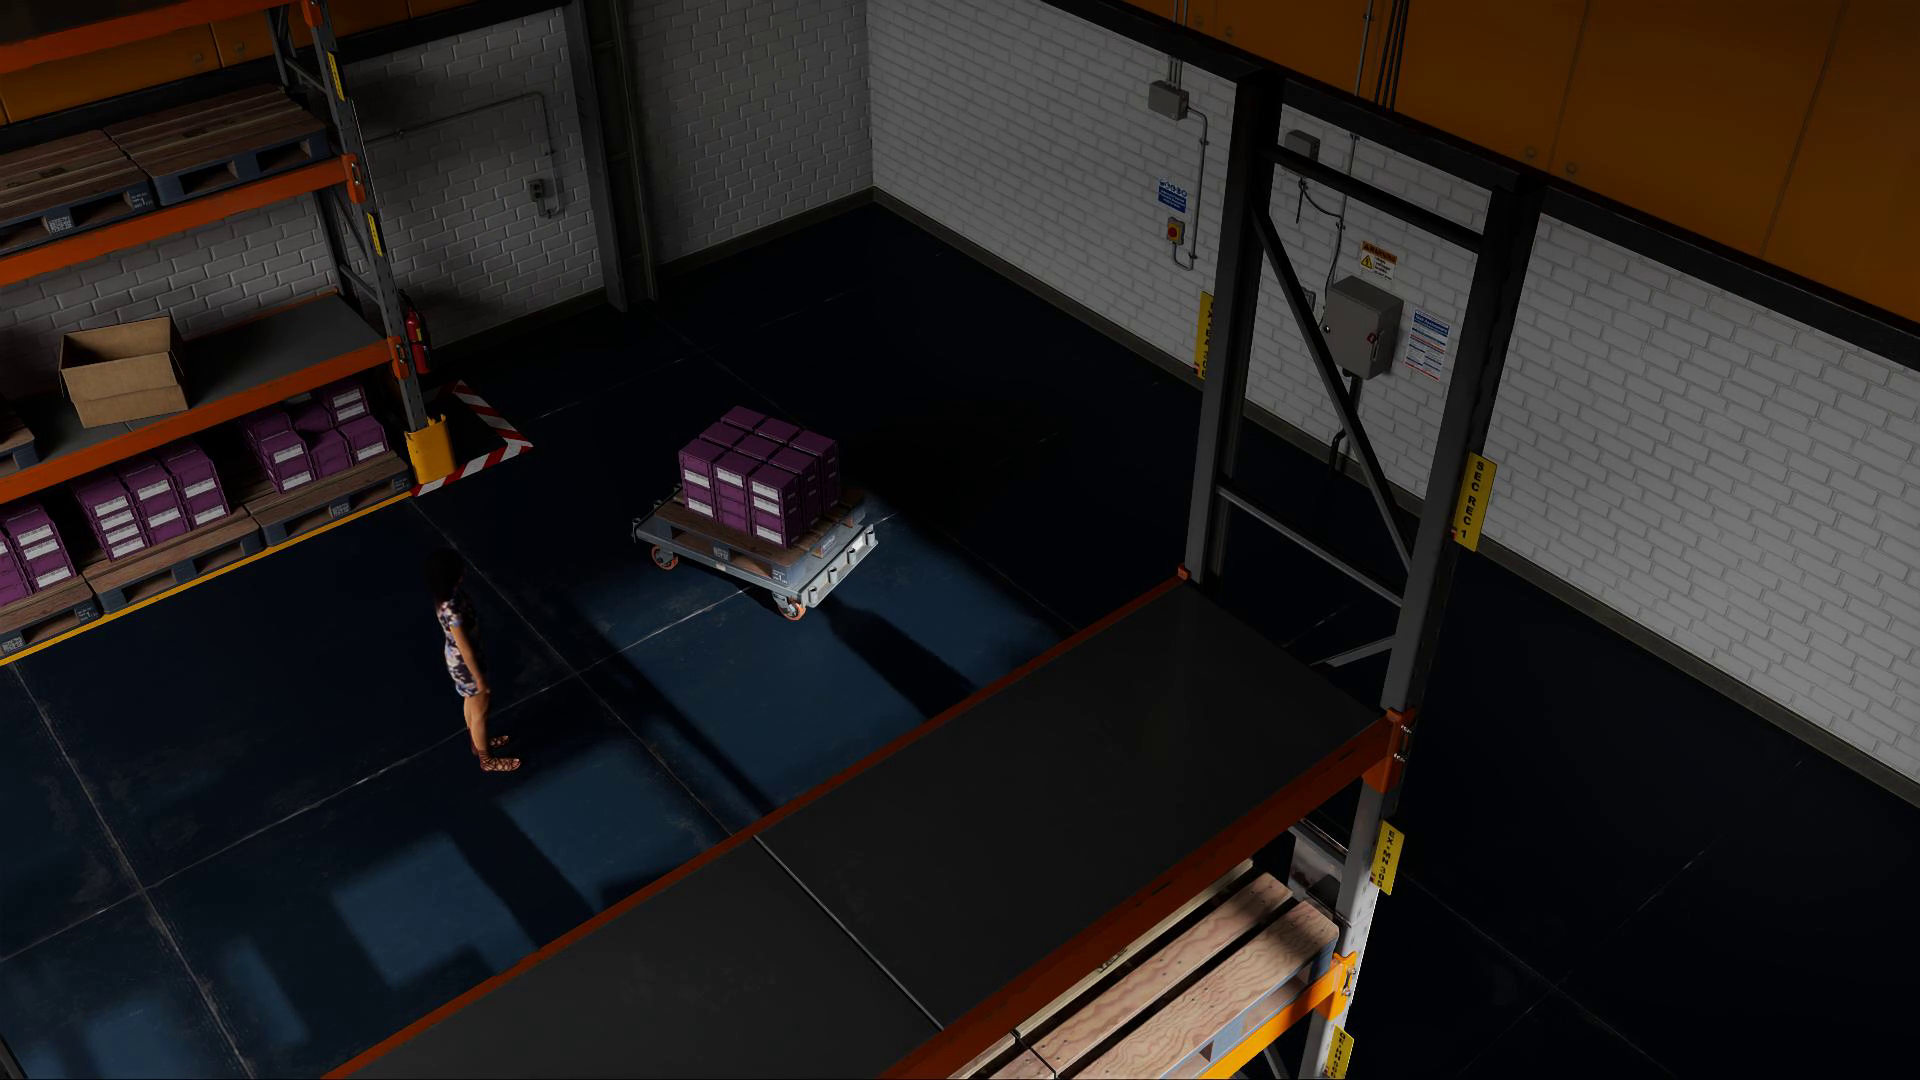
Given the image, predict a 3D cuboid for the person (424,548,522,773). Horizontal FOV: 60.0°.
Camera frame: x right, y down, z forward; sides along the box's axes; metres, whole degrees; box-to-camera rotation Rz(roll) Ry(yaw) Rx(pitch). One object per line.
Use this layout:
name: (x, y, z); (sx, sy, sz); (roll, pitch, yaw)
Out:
person: (-3.107, 0.757, 10.487); (0.608, 1.737, 0.650); (-16, 41, -19)
